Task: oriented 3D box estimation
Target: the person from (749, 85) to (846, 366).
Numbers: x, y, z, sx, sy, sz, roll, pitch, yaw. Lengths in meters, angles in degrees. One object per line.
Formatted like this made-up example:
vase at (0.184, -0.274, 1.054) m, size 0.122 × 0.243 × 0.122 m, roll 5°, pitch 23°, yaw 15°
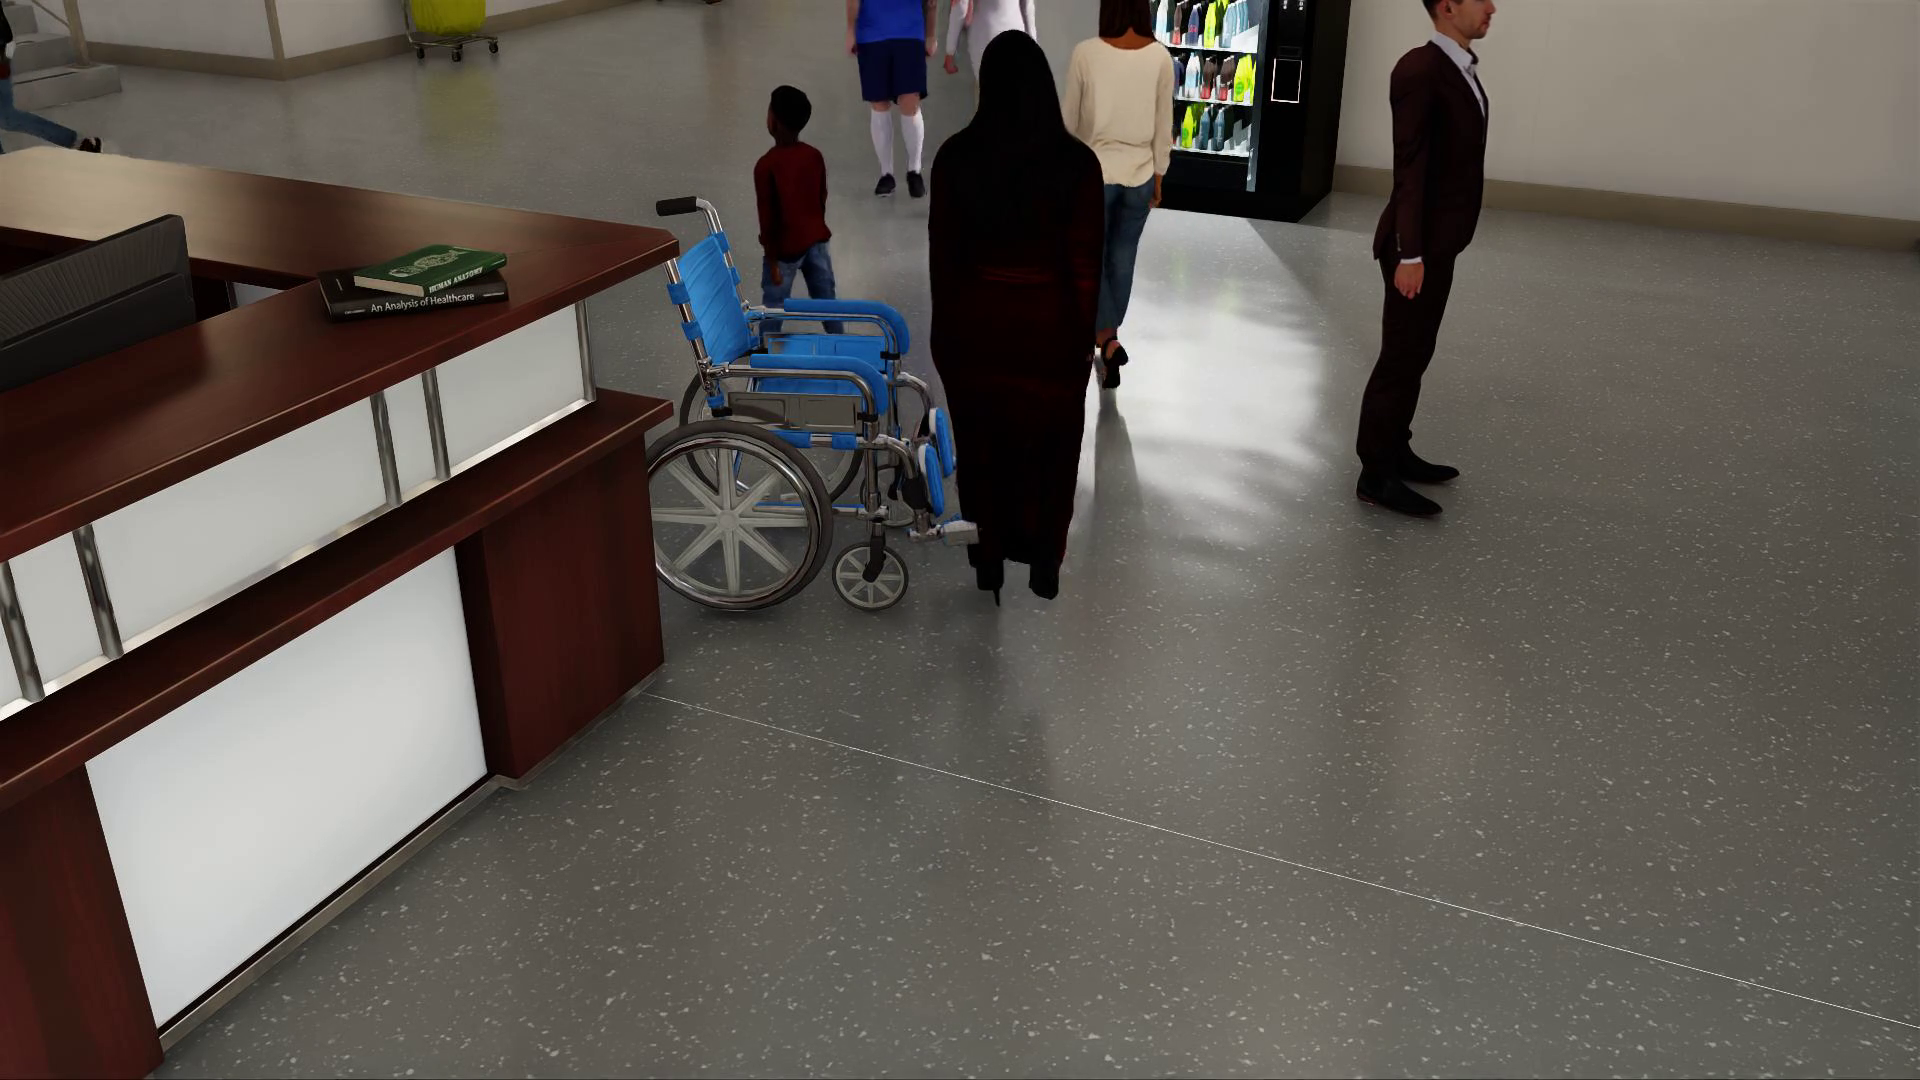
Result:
person at (-0.616, -1.172, 6.693) m, size 0.765 × 1.232 × 0.951 m, roll -18°, pitch 31°, yaw -33°

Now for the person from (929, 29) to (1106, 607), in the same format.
person at (0.150, -0.550, 4.819) m, size 0.799 × 1.740 × 0.859 m, roll 2°, pitch 26°, yaw 3°

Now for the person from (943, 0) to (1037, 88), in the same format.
person at (0.250, -2.712, 9.271) m, size 1.010 × 1.767 × 1.169 m, roll -15°, pitch 29°, yaw -28°

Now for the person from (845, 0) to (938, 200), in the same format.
person at (-0.388, -2.911, 9.613) m, size 0.670 × 1.828 × 0.805 m, roll 4°, pitch 26°, yaw 8°

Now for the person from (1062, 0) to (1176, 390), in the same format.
person at (0.622, -1.427, 6.732) m, size 1.056 × 1.658 × 1.004 m, roll -3°, pitch 26°, yaw -6°

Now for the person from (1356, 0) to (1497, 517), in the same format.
person at (1.572, -1.028, 5.665) m, size 0.573 × 1.865 × 0.669 m, roll 12°, pitch 28°, yaw 23°
